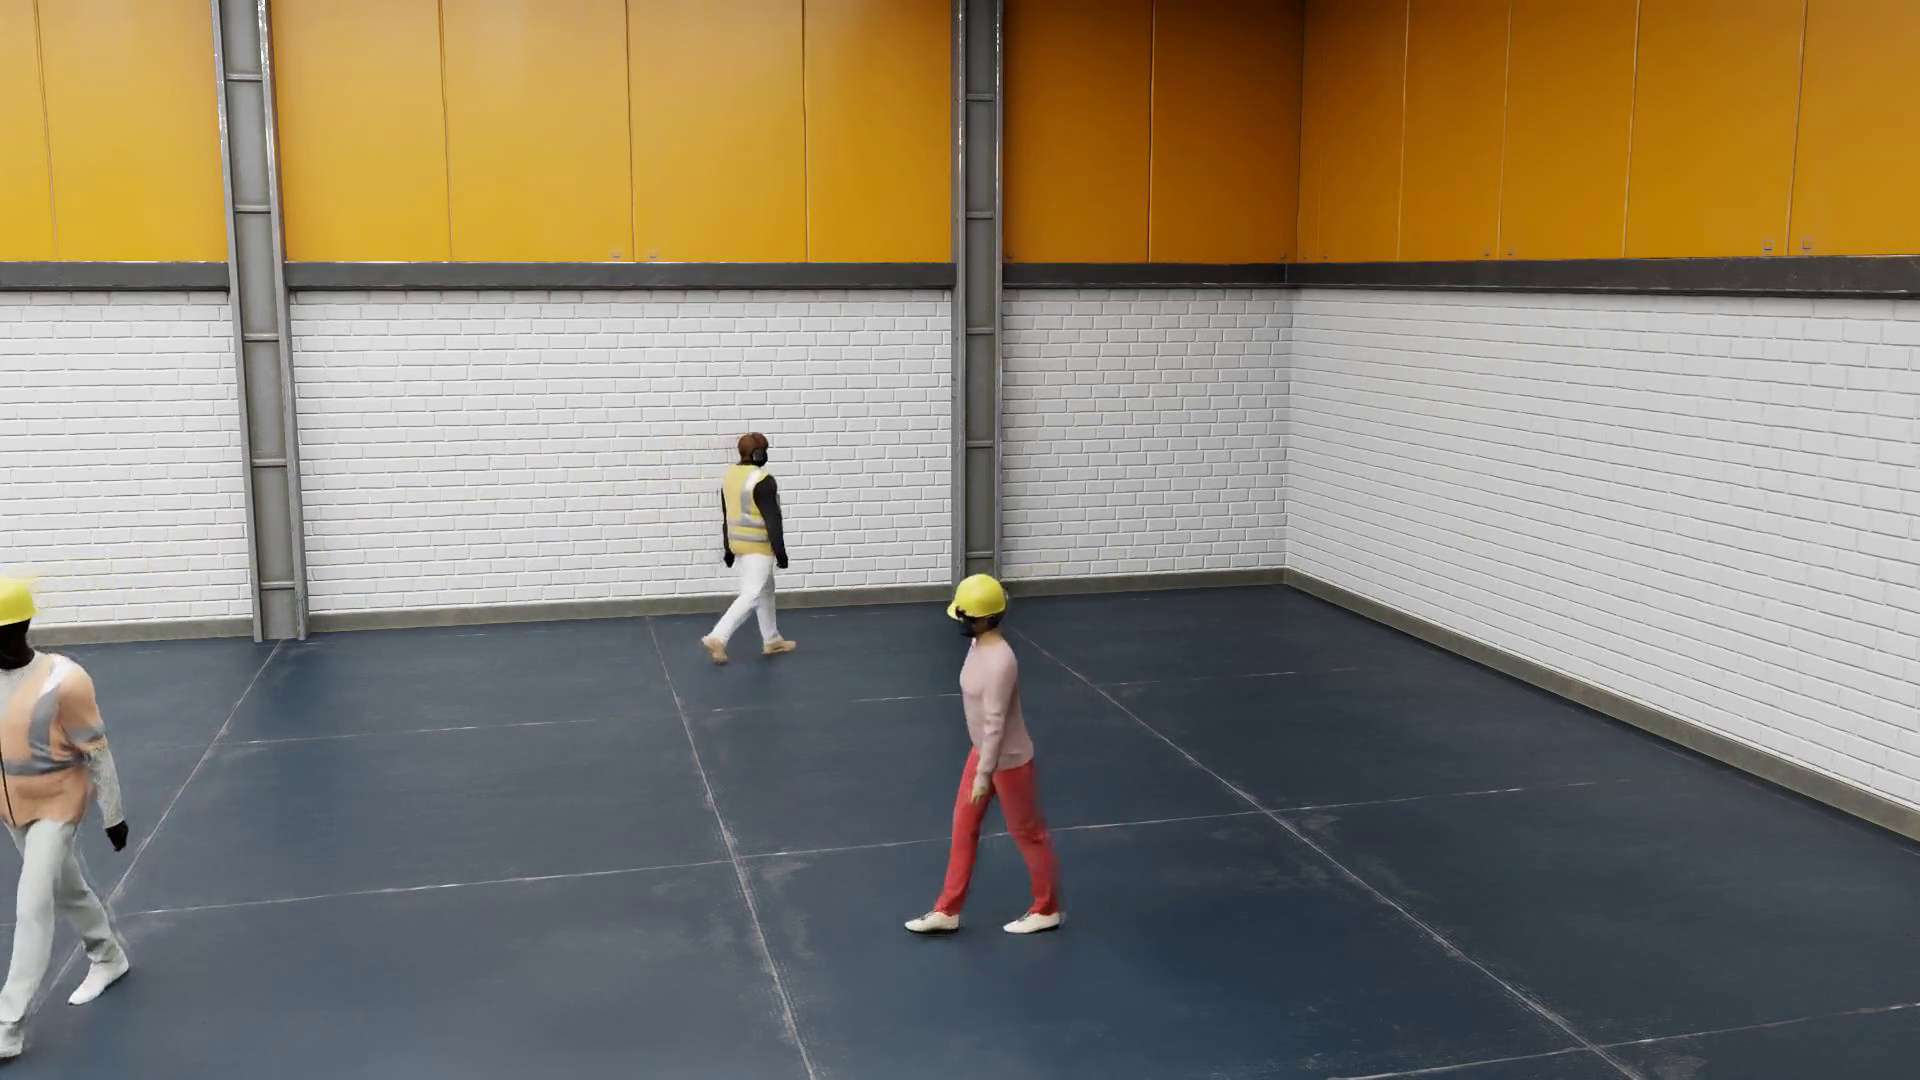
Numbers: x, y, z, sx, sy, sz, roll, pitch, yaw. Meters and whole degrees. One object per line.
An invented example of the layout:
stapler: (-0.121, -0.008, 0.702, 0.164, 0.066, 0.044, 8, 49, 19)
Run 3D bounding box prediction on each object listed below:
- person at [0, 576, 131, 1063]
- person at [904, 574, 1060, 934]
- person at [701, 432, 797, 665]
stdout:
person: (-3.671, 1.054, 6.589, 0.601, 1.871, 1.003, 3, 10, 18)
person: (0.110, 0.984, 7.479, 0.802, 1.716, 0.548, -3, 10, -17)
person: (-1.666, 0.057, 13.016, 0.851, 1.811, 0.621, -6, 11, -33)
